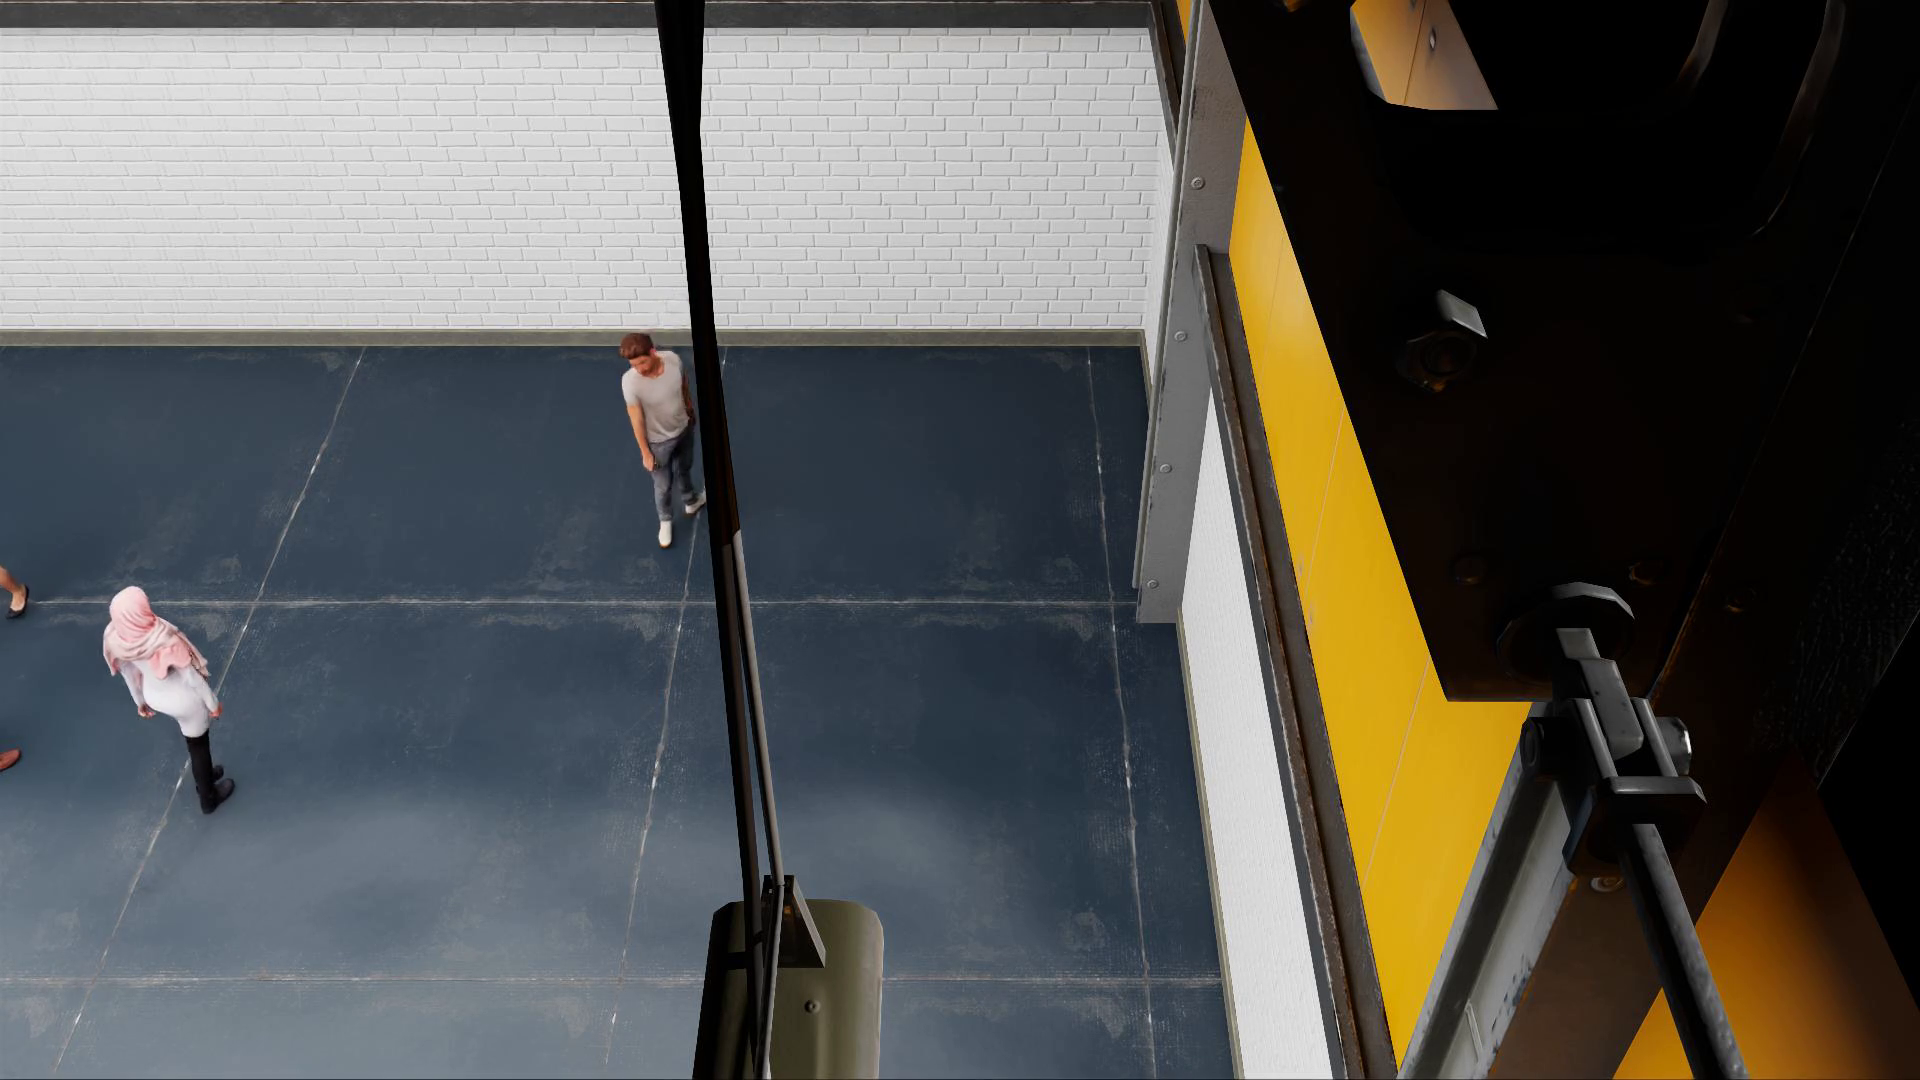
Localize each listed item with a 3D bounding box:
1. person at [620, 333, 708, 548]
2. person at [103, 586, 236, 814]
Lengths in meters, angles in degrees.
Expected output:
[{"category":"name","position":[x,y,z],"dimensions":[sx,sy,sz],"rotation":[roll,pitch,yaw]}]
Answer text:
[{"category":"person","position":[-2.027,-0.788,11.599],"dimensions":[0.949,1.851,0.824],"rotation":[20,47,20]},{"category":"person","position":[-4.650,1.003,9.763],"dimensions":[0.711,1.789,0.719],"rotation":[9,44,10]}]
